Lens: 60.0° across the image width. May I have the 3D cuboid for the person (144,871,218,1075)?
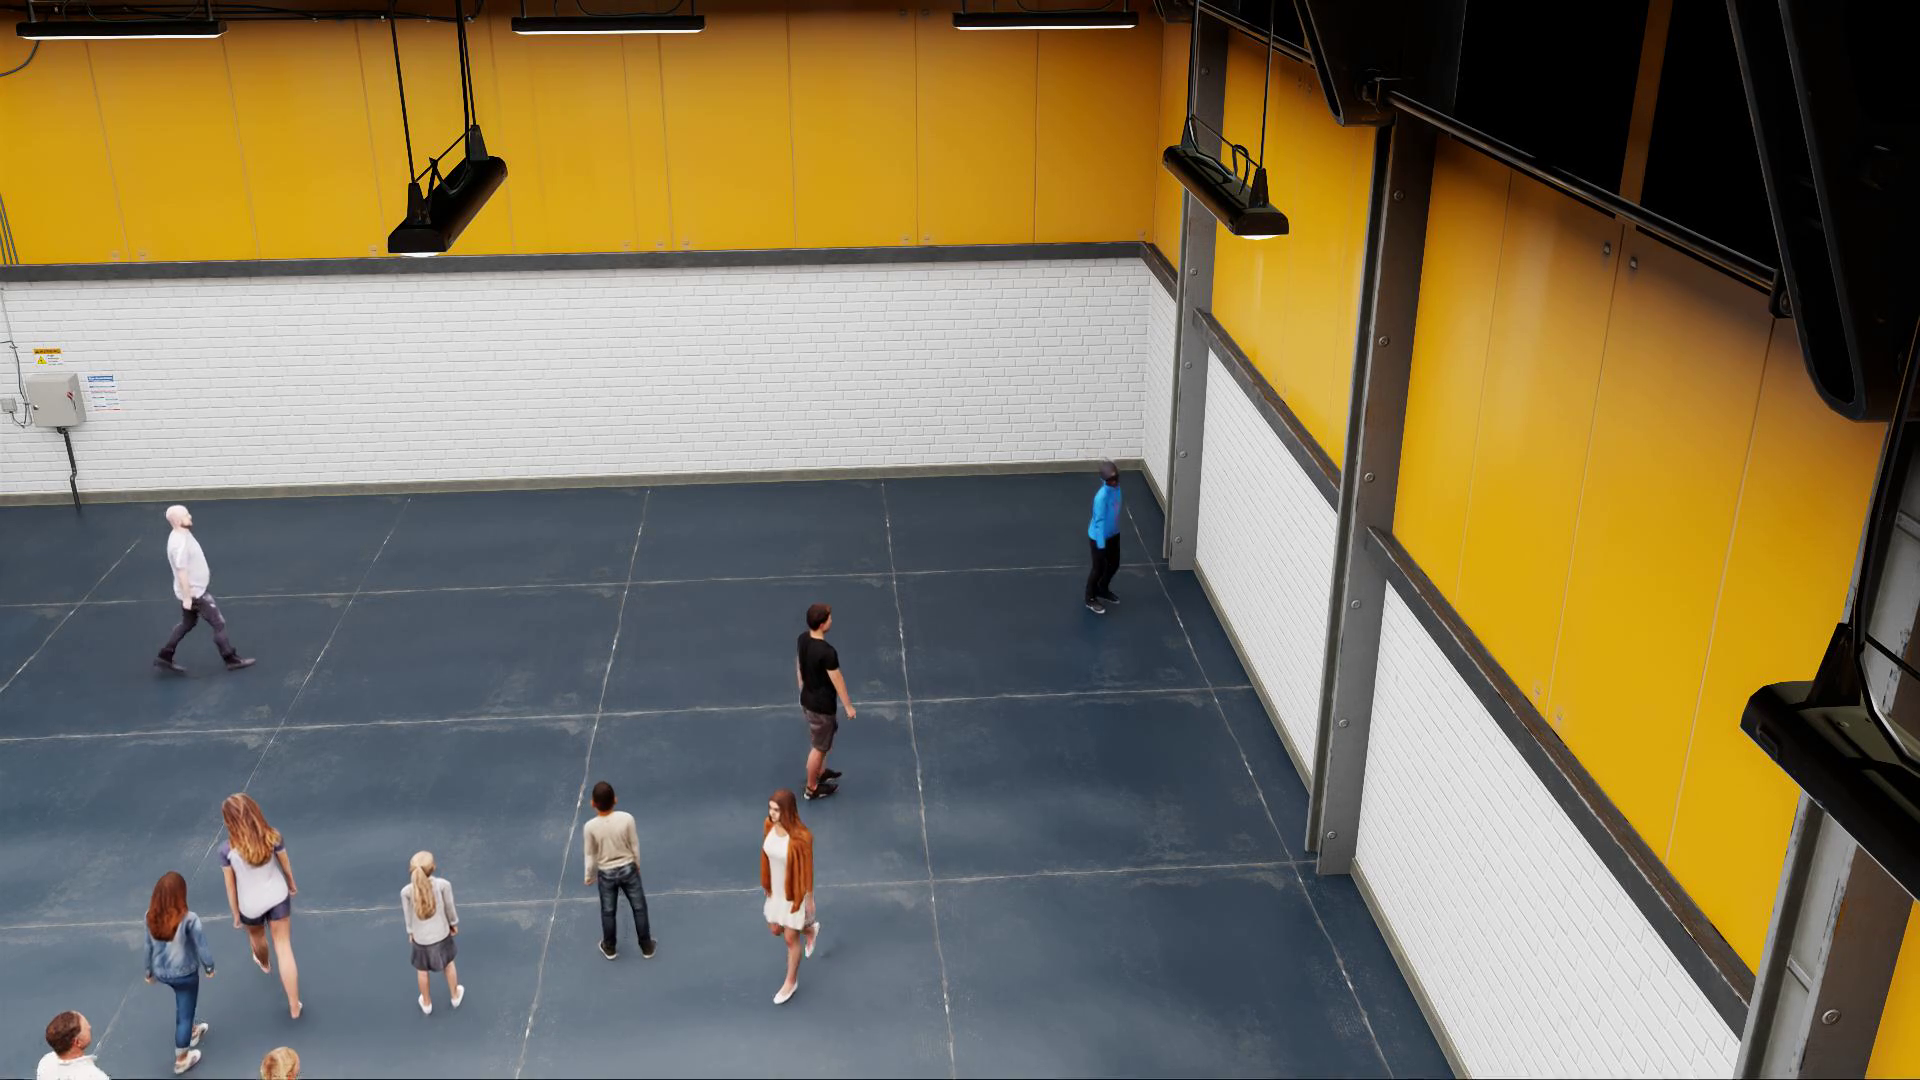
[{"bbox_3d":[-5.353,2.962,11.281,0.684,1.457,0.776,4,24,9],"label":"person"}]

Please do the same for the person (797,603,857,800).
[{"bbox_3d":[-1.289,1.420,14.326,0.854,1.845,0.757,-13,27,-28],"label":"person"}]

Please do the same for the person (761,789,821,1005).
[{"bbox_3d":[-1.183,2.497,12.036,0.913,1.705,1.001,15,28,31],"label":"person"}]

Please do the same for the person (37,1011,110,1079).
[{"bbox_3d":[-5.074,3.547,9.513,1.047,1.803,1.323,10,25,21],"label":"person"}]

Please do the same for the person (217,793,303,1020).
[{"bbox_3d":[-4.907,2.634,11.775,0.986,1.664,1.207,-14,27,-29],"label":"person"}]

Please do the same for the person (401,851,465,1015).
[{"bbox_3d":[-3.783,2.793,11.900,0.573,1.271,0.587,-9,25,-19],"label":"person"}]

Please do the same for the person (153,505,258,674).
[{"bbox_3d":[-7.675,0.524,16.425,0.968,1.806,1.209,-9,25,-20],"label":"person"}]

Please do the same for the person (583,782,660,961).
[{"bbox_3d":[-2.562,2.477,12.390,0.697,1.459,0.640,-6,24,-14],"label":"person"}]

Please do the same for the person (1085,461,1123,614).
[{"bbox_3d":[1.502,-0.043,17.777,0.853,1.762,0.789,11,26,23],"label":"person"}]
